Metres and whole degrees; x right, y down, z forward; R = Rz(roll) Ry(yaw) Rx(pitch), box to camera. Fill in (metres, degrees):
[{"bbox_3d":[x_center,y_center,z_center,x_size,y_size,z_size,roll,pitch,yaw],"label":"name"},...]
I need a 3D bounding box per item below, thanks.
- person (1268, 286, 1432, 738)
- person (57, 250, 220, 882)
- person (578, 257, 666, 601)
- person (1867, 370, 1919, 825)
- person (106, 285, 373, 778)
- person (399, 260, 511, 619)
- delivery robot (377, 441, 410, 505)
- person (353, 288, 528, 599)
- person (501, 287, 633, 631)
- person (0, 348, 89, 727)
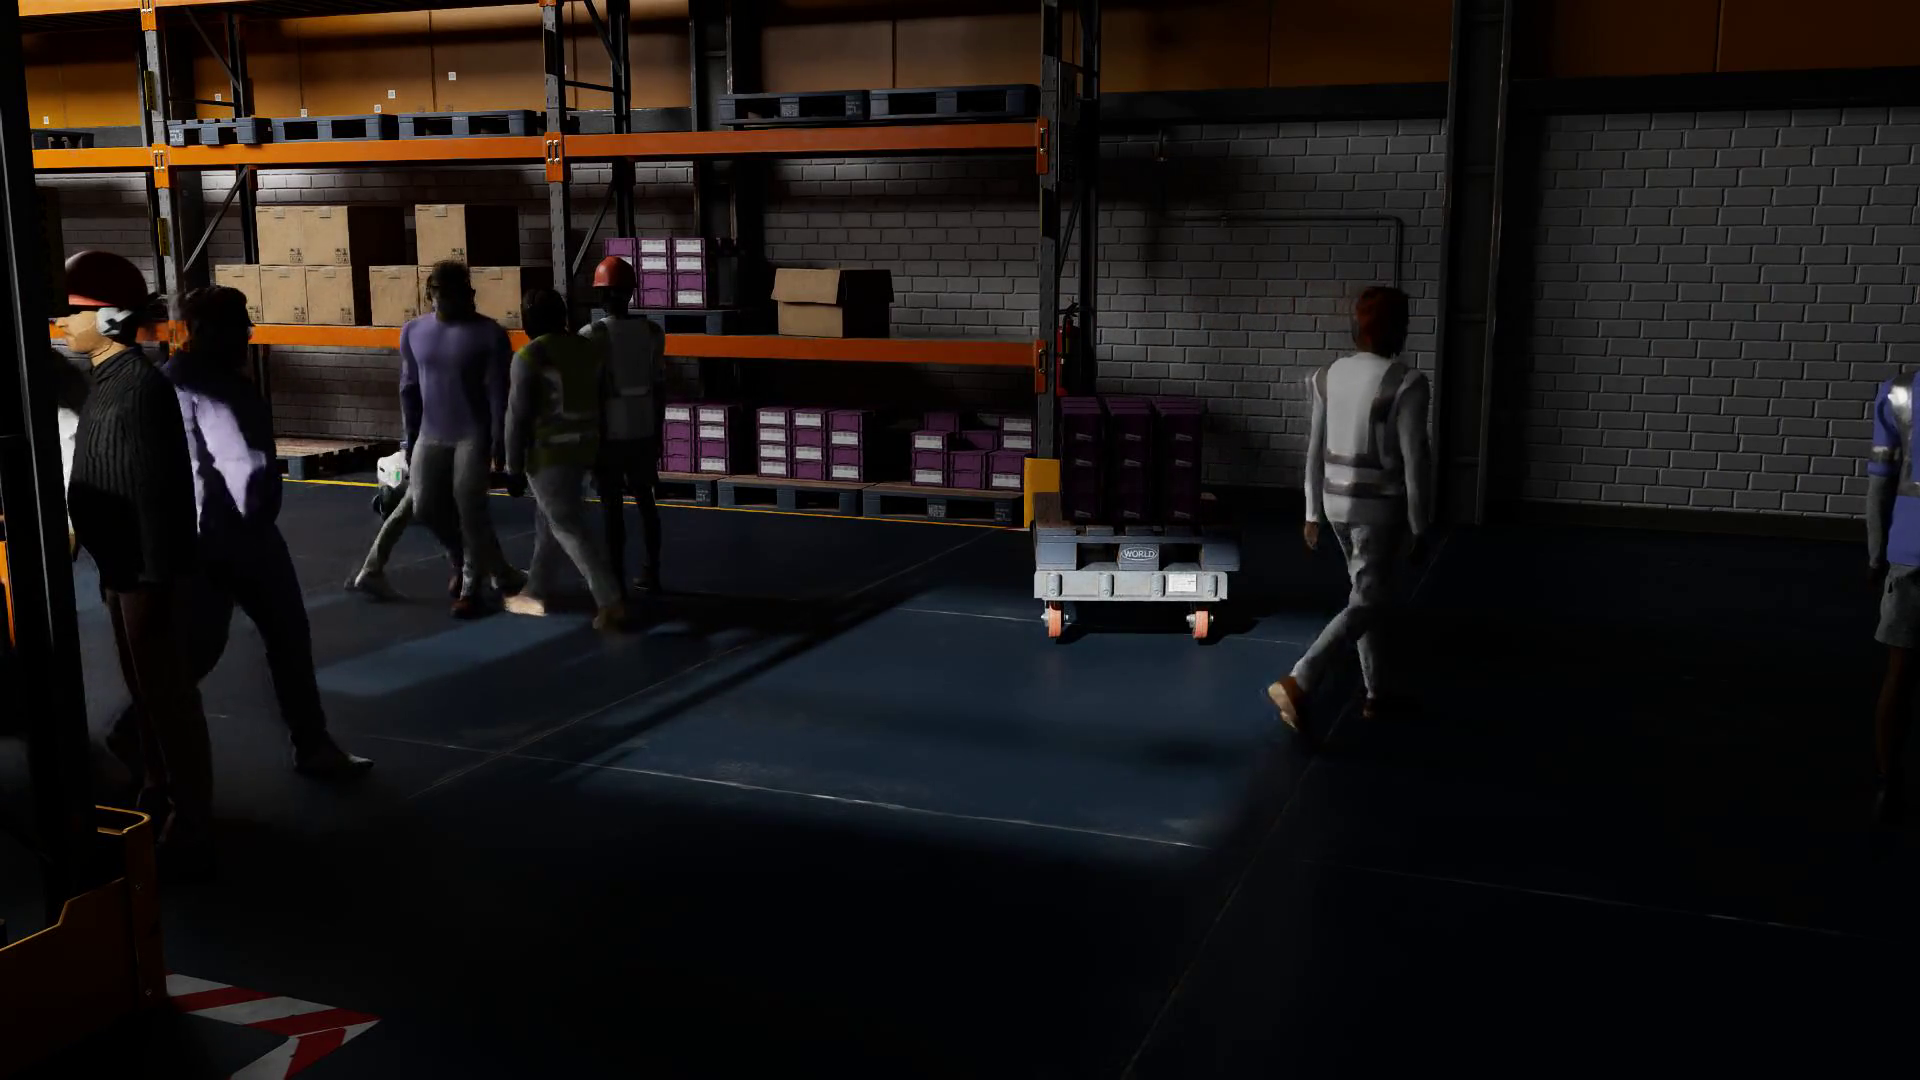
[{"bbox_3d":[1.617,-0.109,6.816,0.877,1.856,0.583,-7,12,-33],"label":"person"},{"bbox_3d":[-2.624,0.090,5.282,0.388,1.996,0.612,-7,13,-36],"label":"person"},{"bbox_3d":[-1.921,-0.621,9.407,0.552,1.937,0.356,-10,14,-43],"label":"person"},{"bbox_3d":[3.390,0.052,5.683,0.542,1.930,0.374,10,14,43],"label":"person"},{"bbox_3d":[-2.755,-0.008,6.185,0.895,1.867,0.646,1,10,8],"label":"person"},{"bbox_3d":[-2.722,-0.546,9.020,0.639,1.923,0.488,1,10,7],"label":"person"},{"bbox_3d":[-4.052,-0.484,12.234,0.477,0.478,0.707,-6,12,-29],"label":"delivery robot"},{"bbox_3d":[-2.988,-0.558,9.475,1.050,1.810,0.480,-7,12,-34],"label":"person"},{"bbox_3d":[-2.090,-0.428,8.745,0.965,1.799,0.637,5,11,27],"label":"person"},{"bbox_3d":[-3.782,-0.102,6.643,0.737,1.894,0.476,1,10,7],"label":"person"}]
